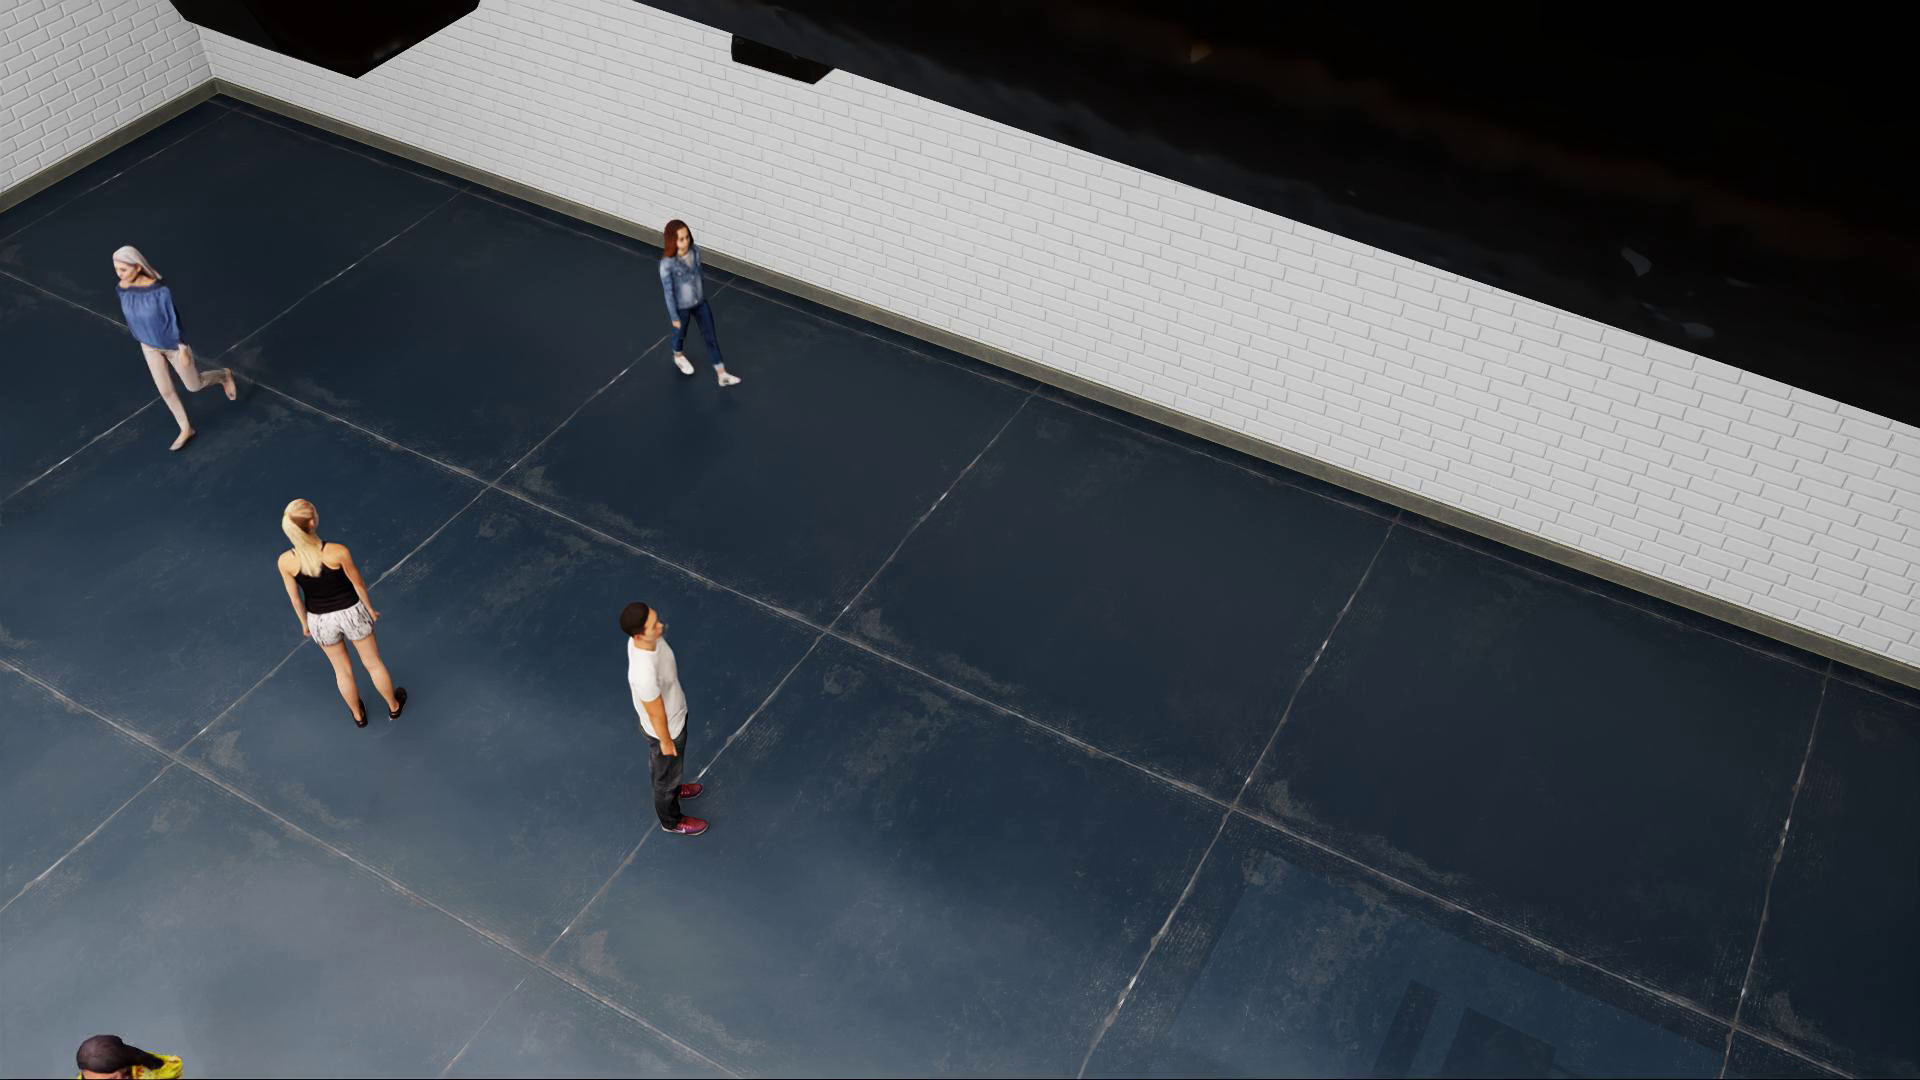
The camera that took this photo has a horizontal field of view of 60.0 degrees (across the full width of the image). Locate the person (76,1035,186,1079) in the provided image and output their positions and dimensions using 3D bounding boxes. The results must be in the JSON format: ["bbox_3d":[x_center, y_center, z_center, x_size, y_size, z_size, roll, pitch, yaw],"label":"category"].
[{"bbox_3d":[-3.842,2.777,7.952,1.349,1.604,1.255,-19,47,-19],"label":"person"}]

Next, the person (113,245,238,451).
[{"bbox_3d":[-5.848,-1.484,12.371,0.786,1.677,1.030,10,45,11],"label":"person"}]

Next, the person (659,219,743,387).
[{"bbox_3d":[-2.167,-1.863,12.928,0.802,1.447,0.958,33,53,30],"label":"person"}]

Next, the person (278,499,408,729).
[{"bbox_3d":[-3.814,0.466,10.195,0.681,1.845,0.736,-10,44,-10],"label":"person"}]

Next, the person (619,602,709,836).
[{"bbox_3d":[-1.745,1.021,9.649,0.770,1.805,0.691,-7,44,-8],"label":"person"}]
